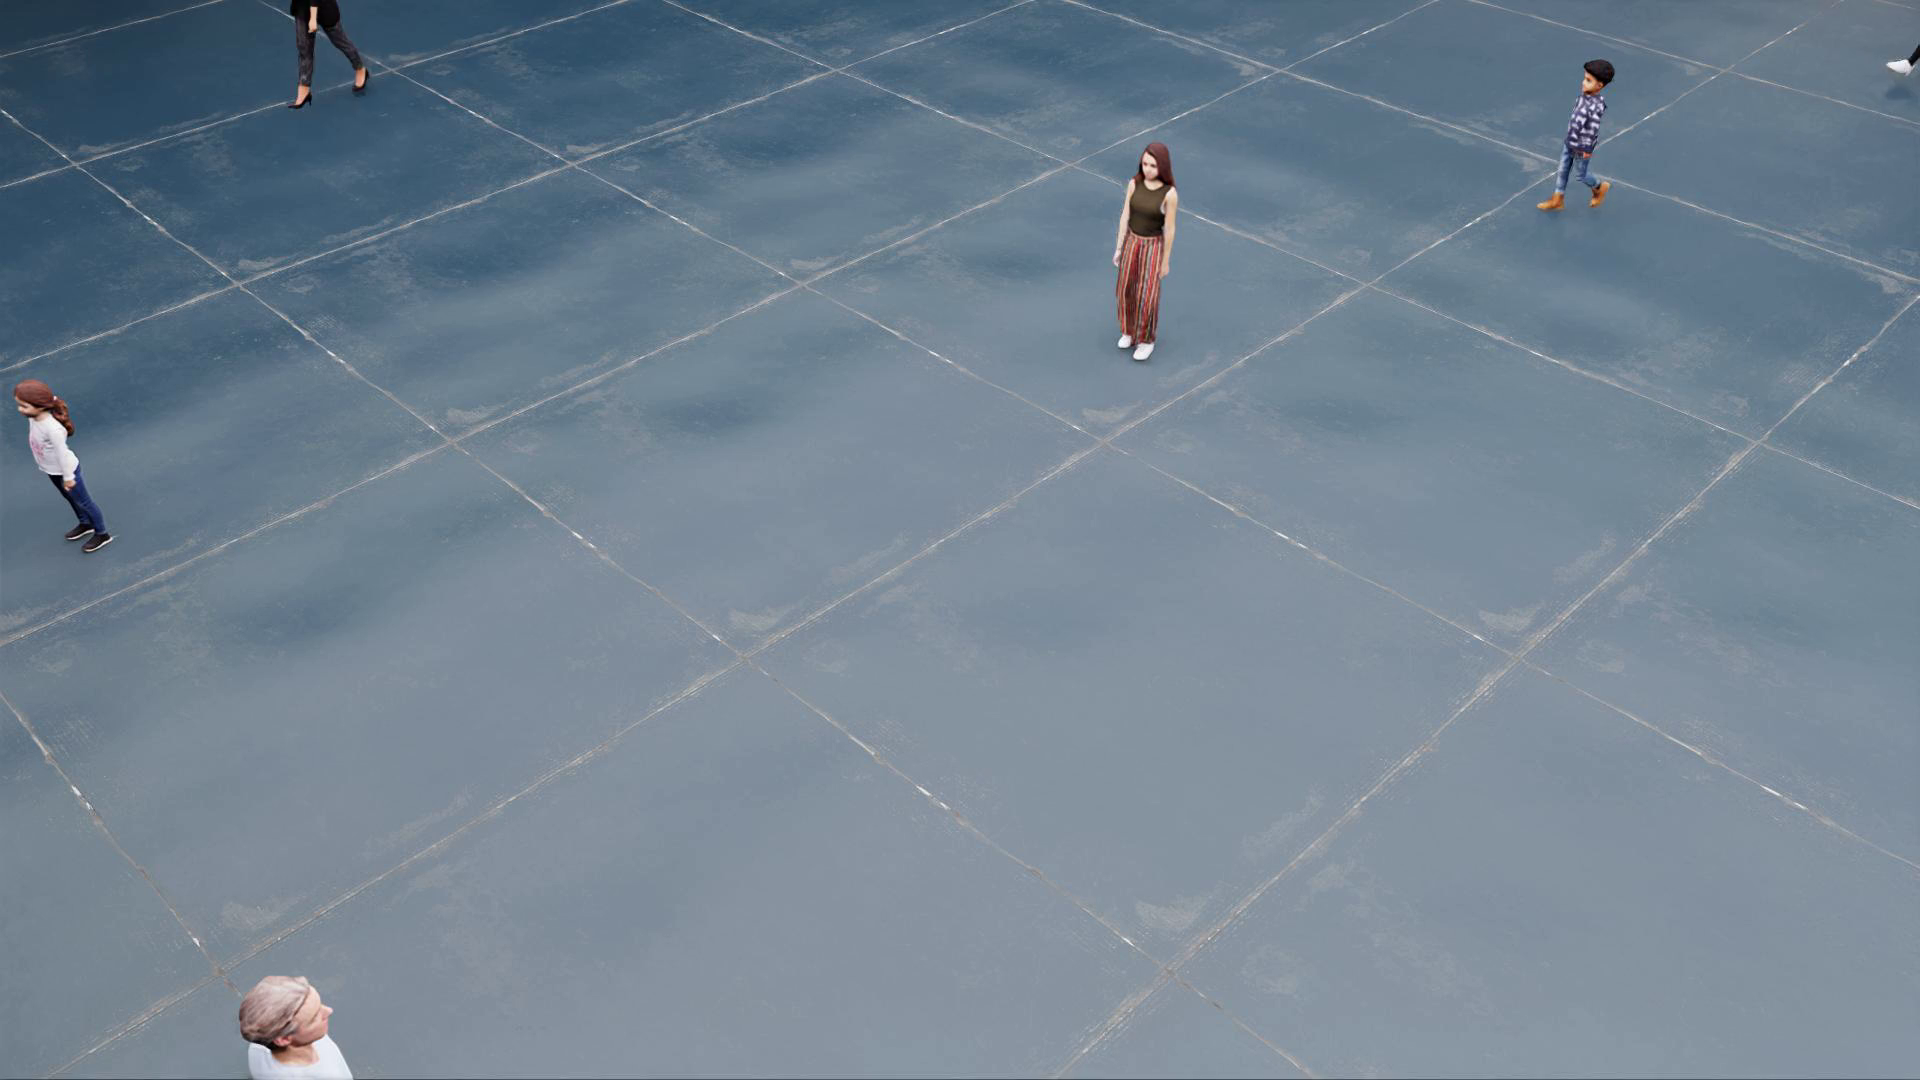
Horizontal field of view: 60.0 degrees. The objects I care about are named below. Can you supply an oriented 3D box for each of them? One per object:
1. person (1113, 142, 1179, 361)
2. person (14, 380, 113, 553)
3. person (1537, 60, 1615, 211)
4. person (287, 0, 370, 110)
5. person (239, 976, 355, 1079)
[{"bbox_3d":[1.261,-1.991,11.298,0.592,1.558,0.587,25,44,29],"label":"person"},{"bbox_3d":[-5.207,-0.448,9.638,0.457,1.110,0.481,26,44,30],"label":"person"},{"bbox_3d":[4.942,-3.163,13.104,0.847,1.238,0.728,-7,38,-9],"label":"person"},{"bbox_3d":[-5.645,-4.707,14.782,0.810,1.664,1.169,22,42,26],"label":"person"},{"bbox_3d":[-2.110,2.117,5.619,0.670,1.892,0.731,-18,41,-22],"label":"person"}]
